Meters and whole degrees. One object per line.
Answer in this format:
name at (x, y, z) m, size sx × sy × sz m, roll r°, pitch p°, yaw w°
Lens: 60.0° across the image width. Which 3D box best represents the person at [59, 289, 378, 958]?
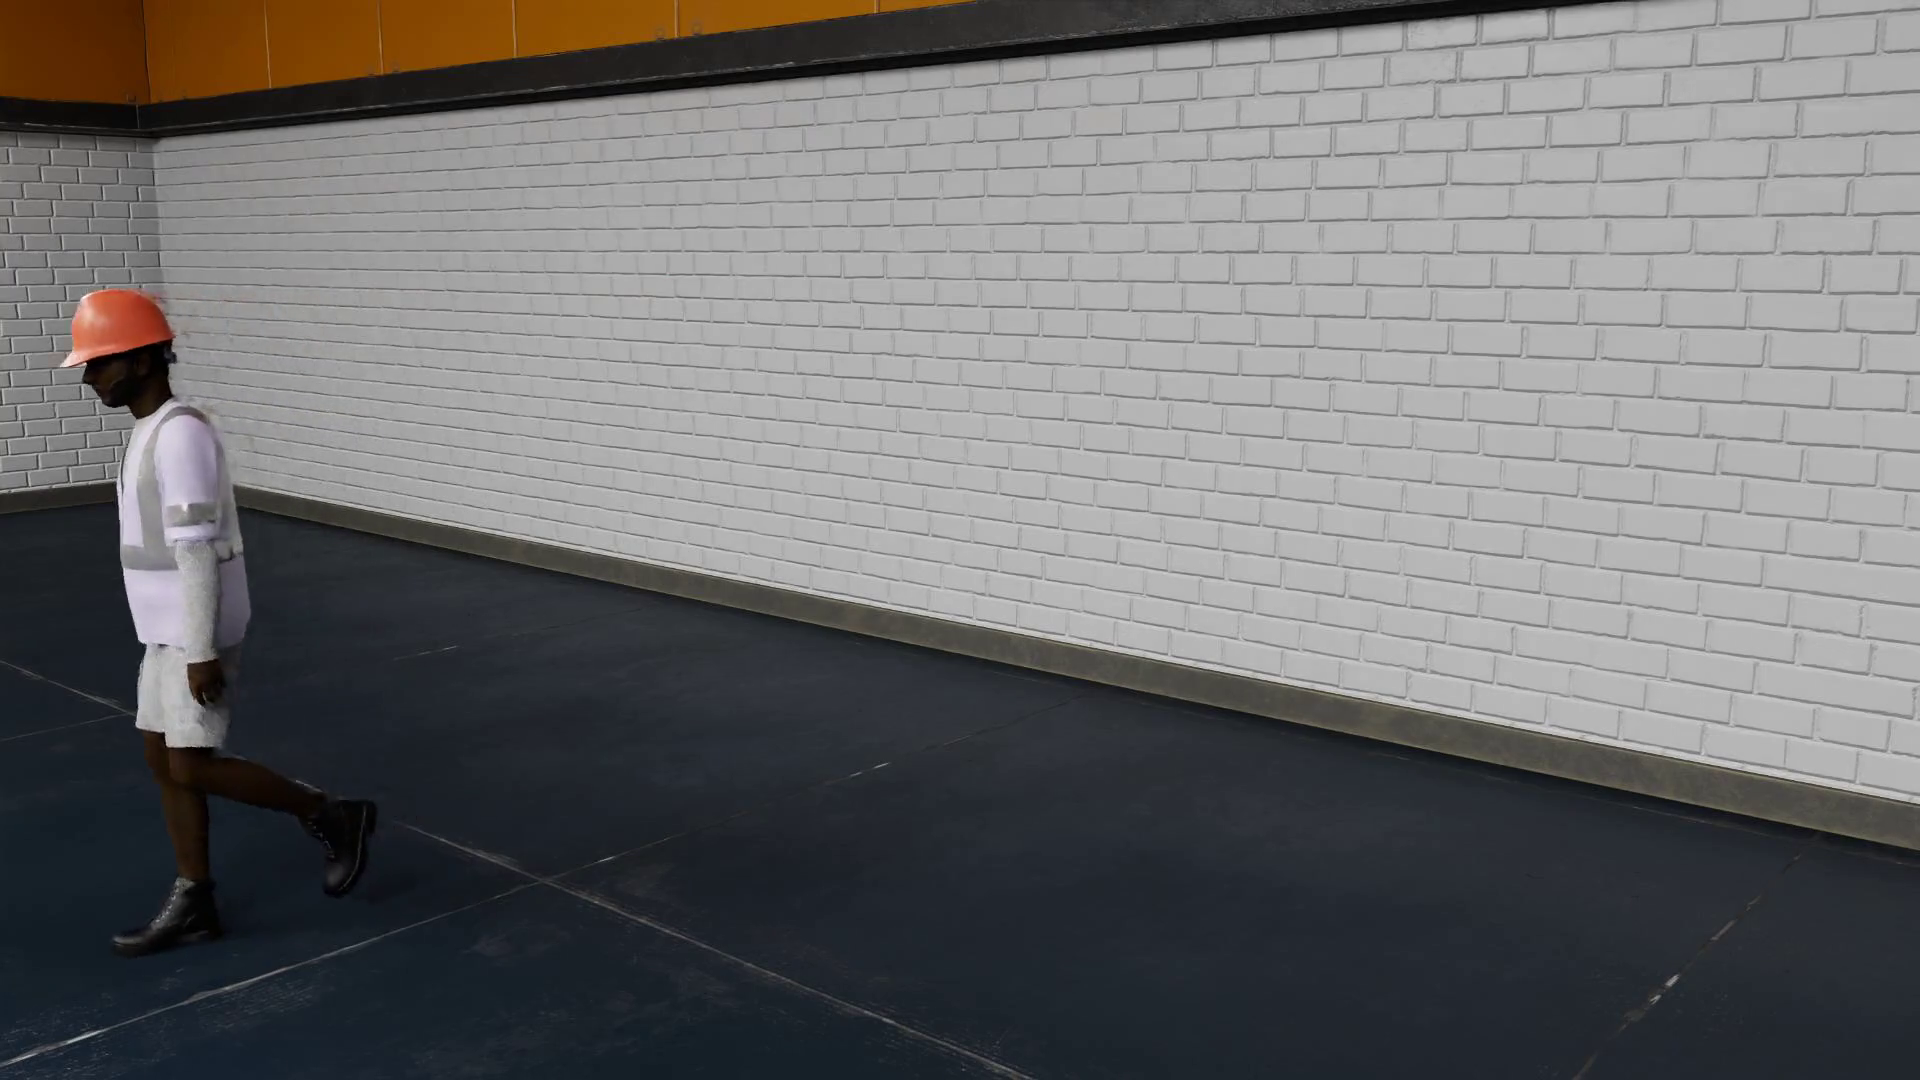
person at (-2.148, 0.240, 4.802) m, size 0.692 × 1.909 × 0.590 m, roll -7°, pitch 12°, yaw -36°
